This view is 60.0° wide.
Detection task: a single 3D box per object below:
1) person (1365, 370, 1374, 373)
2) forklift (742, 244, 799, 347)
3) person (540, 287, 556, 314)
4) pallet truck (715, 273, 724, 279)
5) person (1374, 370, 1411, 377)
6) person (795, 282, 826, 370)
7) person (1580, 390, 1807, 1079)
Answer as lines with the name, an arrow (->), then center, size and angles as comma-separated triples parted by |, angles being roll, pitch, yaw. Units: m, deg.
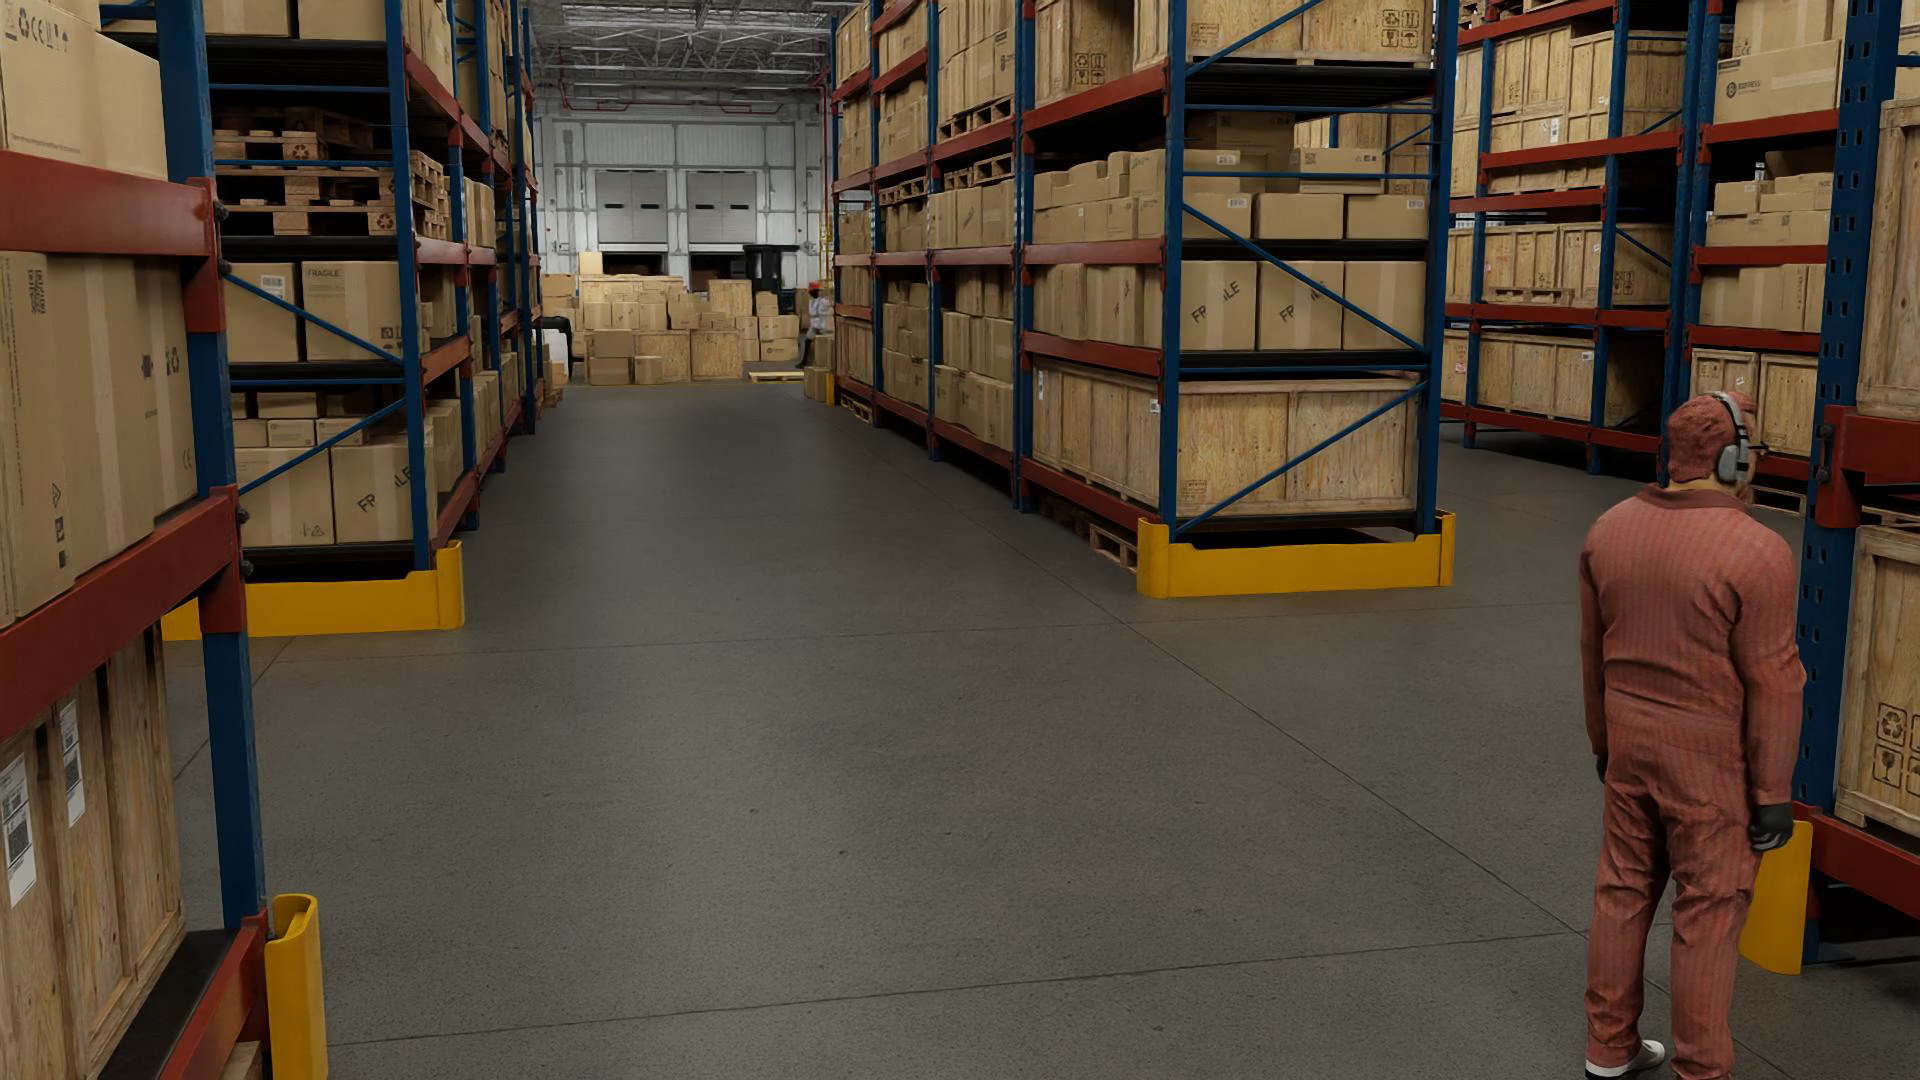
person -> 3.617, -1.154, 15.474 | 0.319, 1.690, 0.530 | -9, 13, -44
forklift -> -5.434, -6.559, 44.801 | 1.873, 2.768, 1.129 | -9, 13, -44
person -> -12.864, -7.231, 51.928 | 0.653, 1.882, 1.007 | -7, 12, -38
pallet truck -> -8.580, -8.986, 62.280 | 1.885, 1.965, 0.823 | 1, 9, 5
person -> 5.177, -2.020, 20.160 | 0.647, 1.893, 0.674 | 0, 9, -2
person -> -3.190, -4.599, 35.845 | 0.893, 1.903, 0.548 | -9, 13, -43
person -> 1.914, 0.565, 4.344 | 0.407, 1.908, 0.641 | -4, 10, -25
